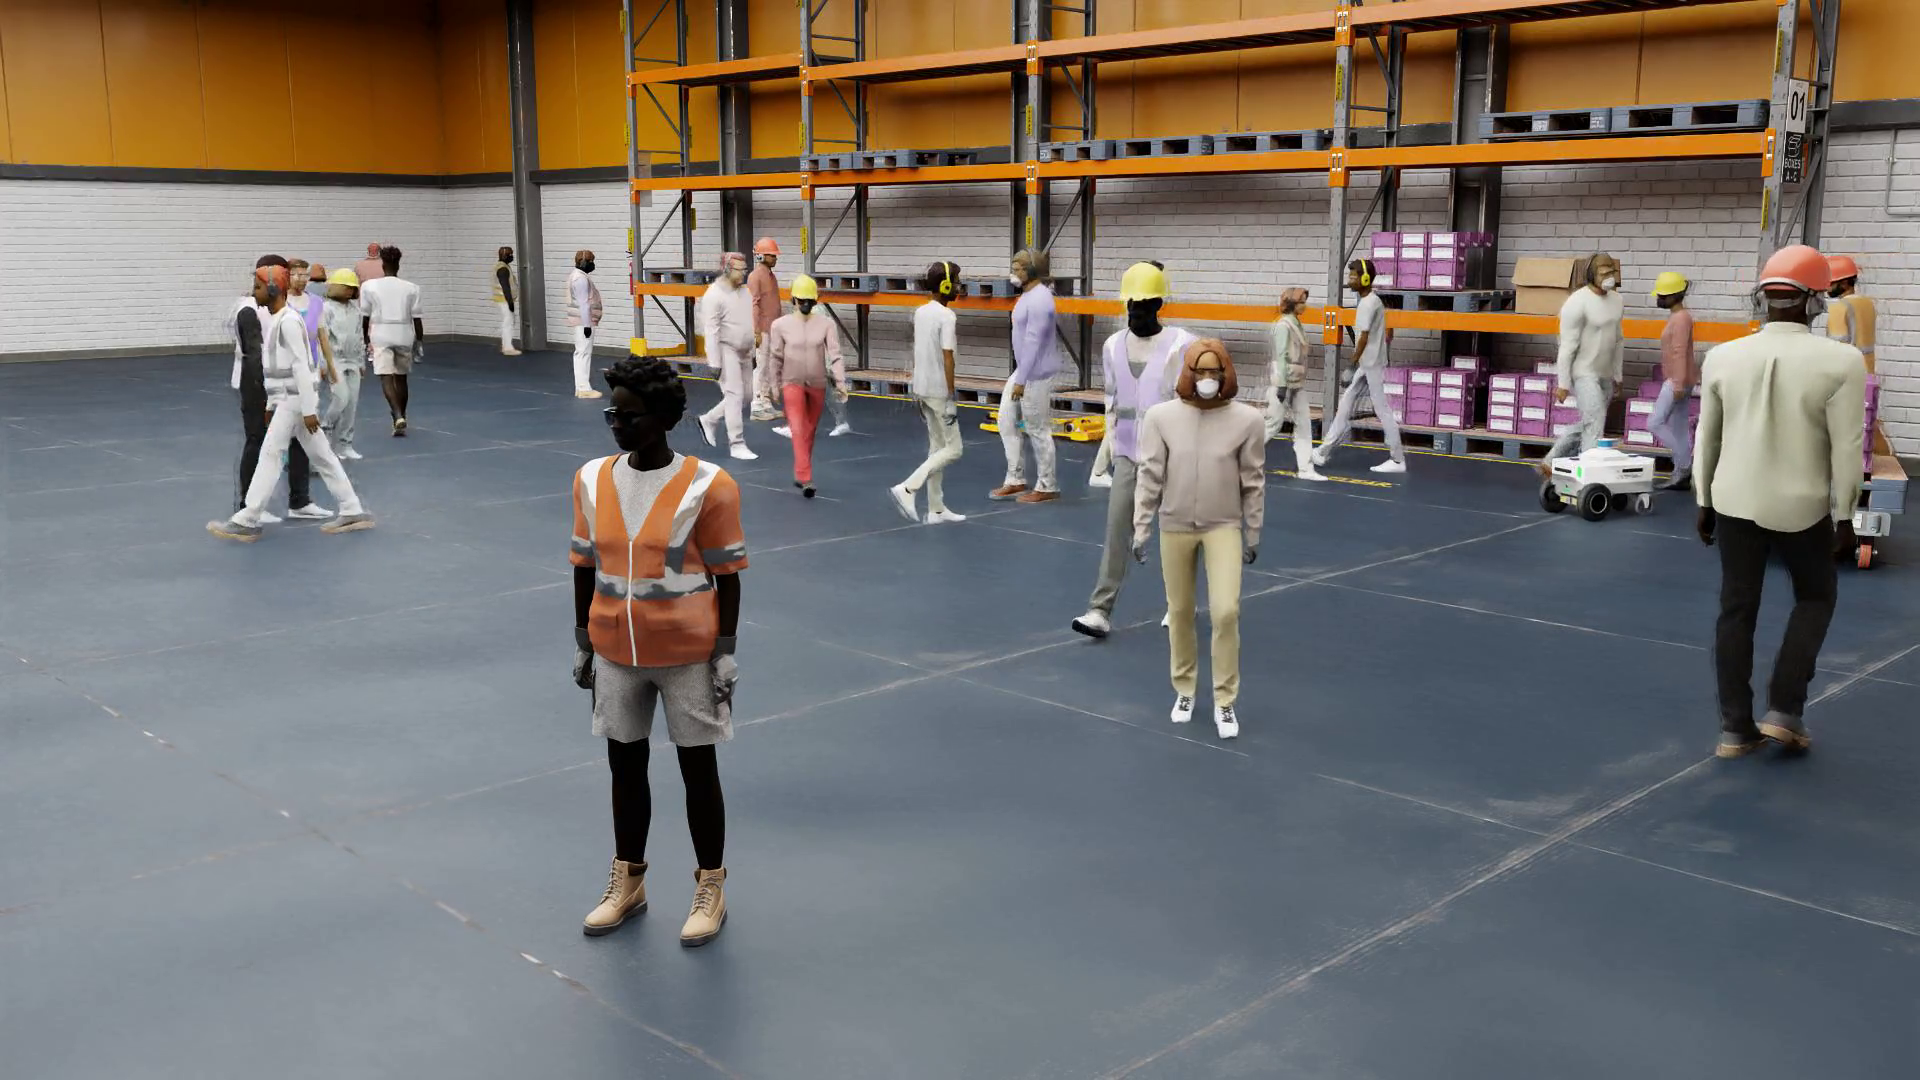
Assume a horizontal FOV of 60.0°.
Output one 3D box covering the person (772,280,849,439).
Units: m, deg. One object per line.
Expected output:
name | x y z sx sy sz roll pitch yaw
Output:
person | -1.463 -1.798 16.600 0.881 1.582 0.537 -5 12 -27

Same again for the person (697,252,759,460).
person | -2.141 -1.669 15.101 0.665 1.878 0.689 5 11 25

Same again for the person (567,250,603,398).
person | -4.683 -2.698 20.806 0.429 1.839 0.634 -4 11 -19

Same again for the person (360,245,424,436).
person | -5.772 -2.032 16.948 0.604 1.931 0.928 -6 12 -31

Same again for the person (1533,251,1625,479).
person | 4.792 -1.249 12.725 0.666 1.908 0.887 -8 13 -36

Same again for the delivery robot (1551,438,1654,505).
delivery robot | 4.644 -0.490 12.015 0.707 0.478 0.477 -4 11 -19

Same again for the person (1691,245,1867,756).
person | 3.182 -0.141 6.465 0.644 1.980 0.517 10 14 43

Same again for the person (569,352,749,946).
person | -0.870 0.318 4.751 0.541 1.695 0.316 3 11 16

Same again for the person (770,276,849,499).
person | -1.177 -1.182 12.876 0.543 1.698 0.926 -3 11 -17

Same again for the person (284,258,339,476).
person | -5.494 -1.446 14.000 0.803 1.816 0.579 6 12 29

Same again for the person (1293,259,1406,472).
person | 3.383 -1.470 14.189 0.977 1.806 0.508 1 10 8

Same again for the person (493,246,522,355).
person | -7.697 -4.058 28.231 0.429 1.841 0.661 -3 11 -15

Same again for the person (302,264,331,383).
person | -8.759 -2.961 22.800 0.497 1.633 0.285 -5 12 -26

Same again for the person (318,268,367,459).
person | -5.563 -1.585 15.029 0.384 1.720 0.505 5 11 25

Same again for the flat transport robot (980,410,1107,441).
flat transport robot | 0.945 -1.184 16.828 1.431 0.197 0.652 10 14 43

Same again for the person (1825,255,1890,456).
person | 6.834 -1.236 12.768 0.662 1.870 0.987 -5 12 -26

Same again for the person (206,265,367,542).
person | -4.515 -0.915 11.126 1.024 1.824 0.574 -5 11 -25

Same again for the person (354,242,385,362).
person | -9.316 -3.796 26.613 0.644 1.907 0.400 -1 10 -5

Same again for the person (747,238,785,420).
person | -2.134 -2.324 18.343 0.397 1.992 0.623 3 11 14

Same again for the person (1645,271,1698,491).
person | 5.598 -1.230 13.057 0.443 1.733 0.612 4 11 20

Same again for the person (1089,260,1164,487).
person | 1.486 -1.312 13.305 0.961 1.817 0.516 1 10 4

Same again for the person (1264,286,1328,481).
person | 2.650 -1.290 13.762 0.767 1.614 0.526 5 12 27

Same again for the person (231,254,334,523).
person | -4.772 -1.041 11.653 0.748 1.889 0.596 1 10 7

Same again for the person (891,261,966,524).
person | -0.209 -1.000 11.532 0.529 1.847 0.540 -6 12 -30

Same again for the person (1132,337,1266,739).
person | 0.965 -0.005 6.750 0.520 1.615 0.602 2 11 13

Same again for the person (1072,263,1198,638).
person | 0.923 -0.435 8.361 0.607 1.879 0.992 7 13 34

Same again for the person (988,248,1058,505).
person | 0.466 -1.204 12.433 0.606 1.918 0.641 -2 11 -11
